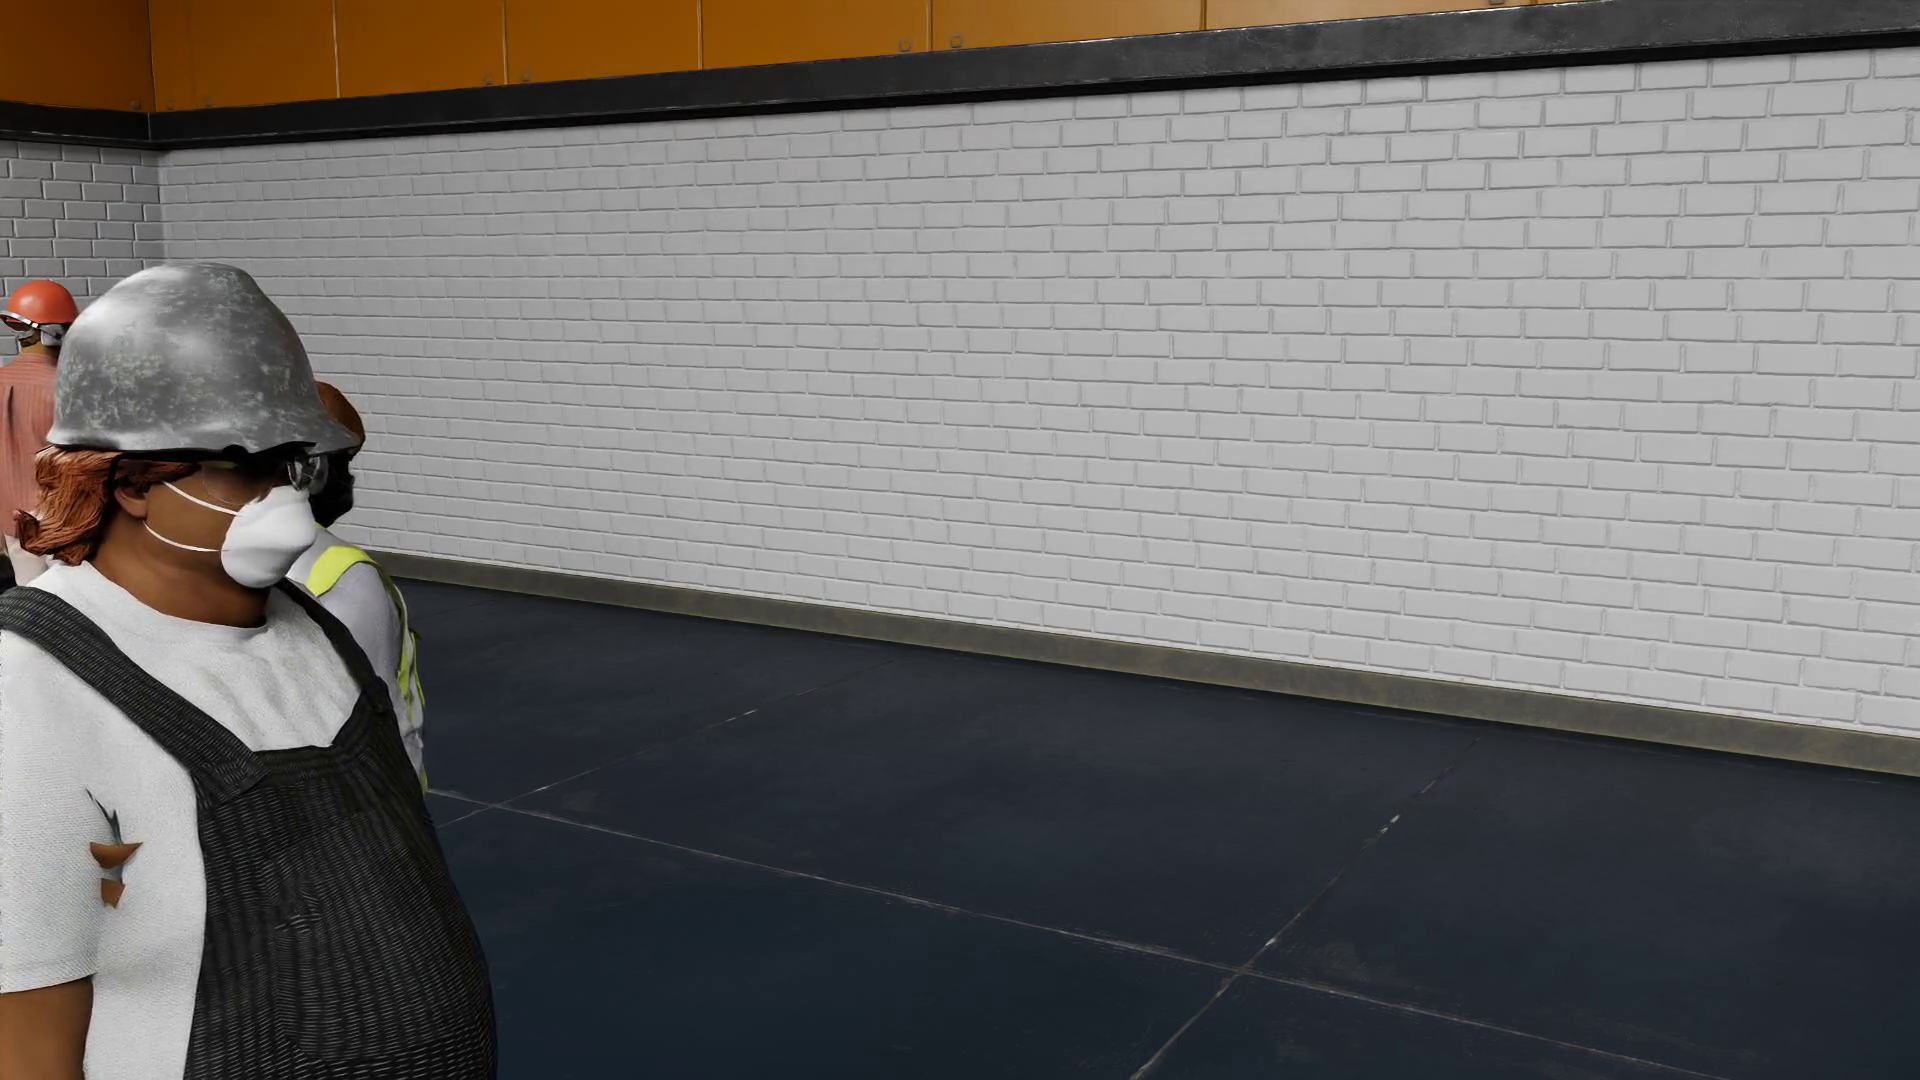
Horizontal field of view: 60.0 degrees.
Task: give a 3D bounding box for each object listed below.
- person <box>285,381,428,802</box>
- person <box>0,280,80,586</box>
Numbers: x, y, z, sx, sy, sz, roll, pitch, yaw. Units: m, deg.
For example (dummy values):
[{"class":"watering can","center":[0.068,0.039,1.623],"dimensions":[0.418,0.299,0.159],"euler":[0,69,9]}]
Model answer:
[{"class":"person","center":[-1.222,0.612,3.142],"dimensions":[0.621,1.838,0.429],"euler":[5,11,30]},{"class":"person","center":[-3.745,-0.069,6.894],"dimensions":[0.624,1.992,0.390],"euler":[4,10,23]}]
